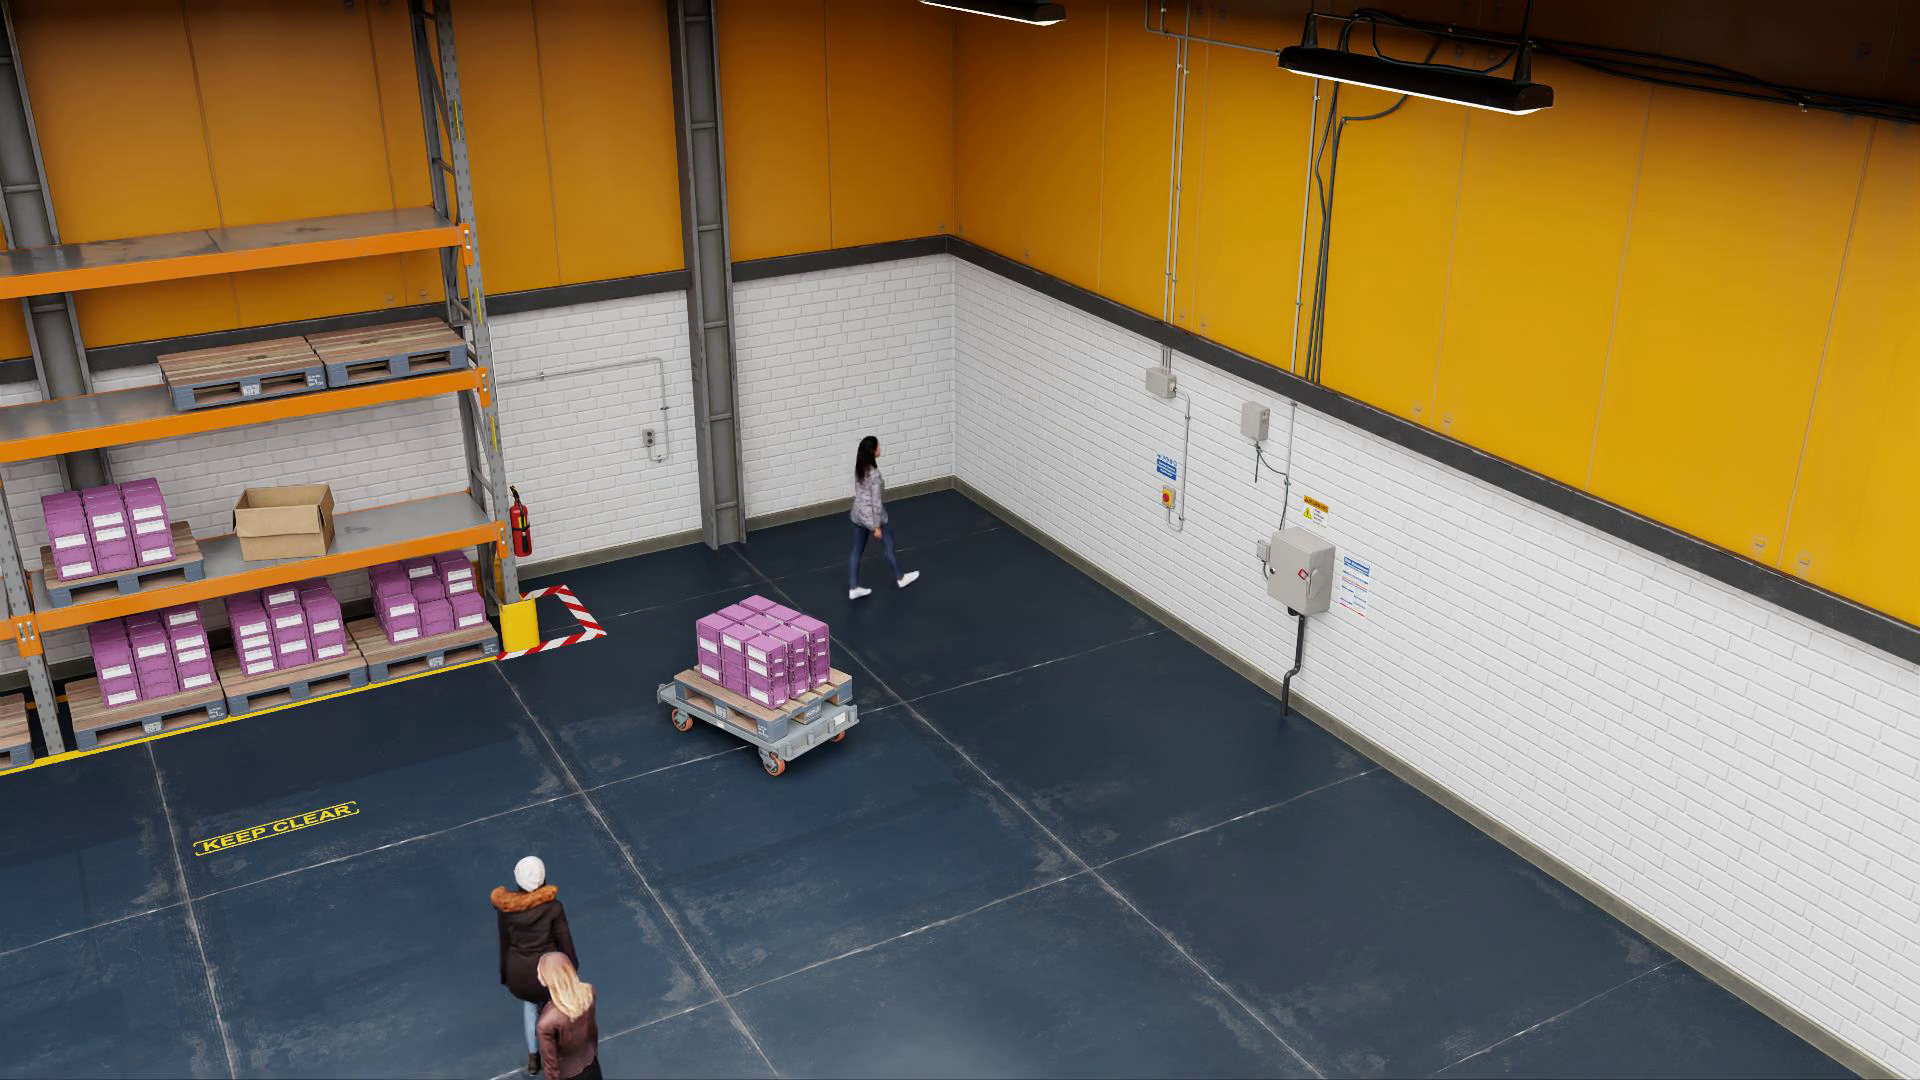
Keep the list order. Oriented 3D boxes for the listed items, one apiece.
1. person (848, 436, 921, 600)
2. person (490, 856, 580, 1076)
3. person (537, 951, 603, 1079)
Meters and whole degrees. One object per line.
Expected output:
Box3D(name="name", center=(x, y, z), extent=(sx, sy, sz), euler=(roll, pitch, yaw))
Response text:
Box3D(name="person", center=(-0.985, -0.193, 16.703), extent=(1.047, 1.705, 0.736), euler=(-18, 29, -35))
Box3D(name="person", center=(-2.626, 2.685, 10.219), extent=(0.727, 1.625, 0.809), euler=(2, 24, 5))
Box3D(name="person", center=(-2.160, 3.031, 9.332), extent=(0.741, 1.703, 0.638), euler=(11, 26, 23))
